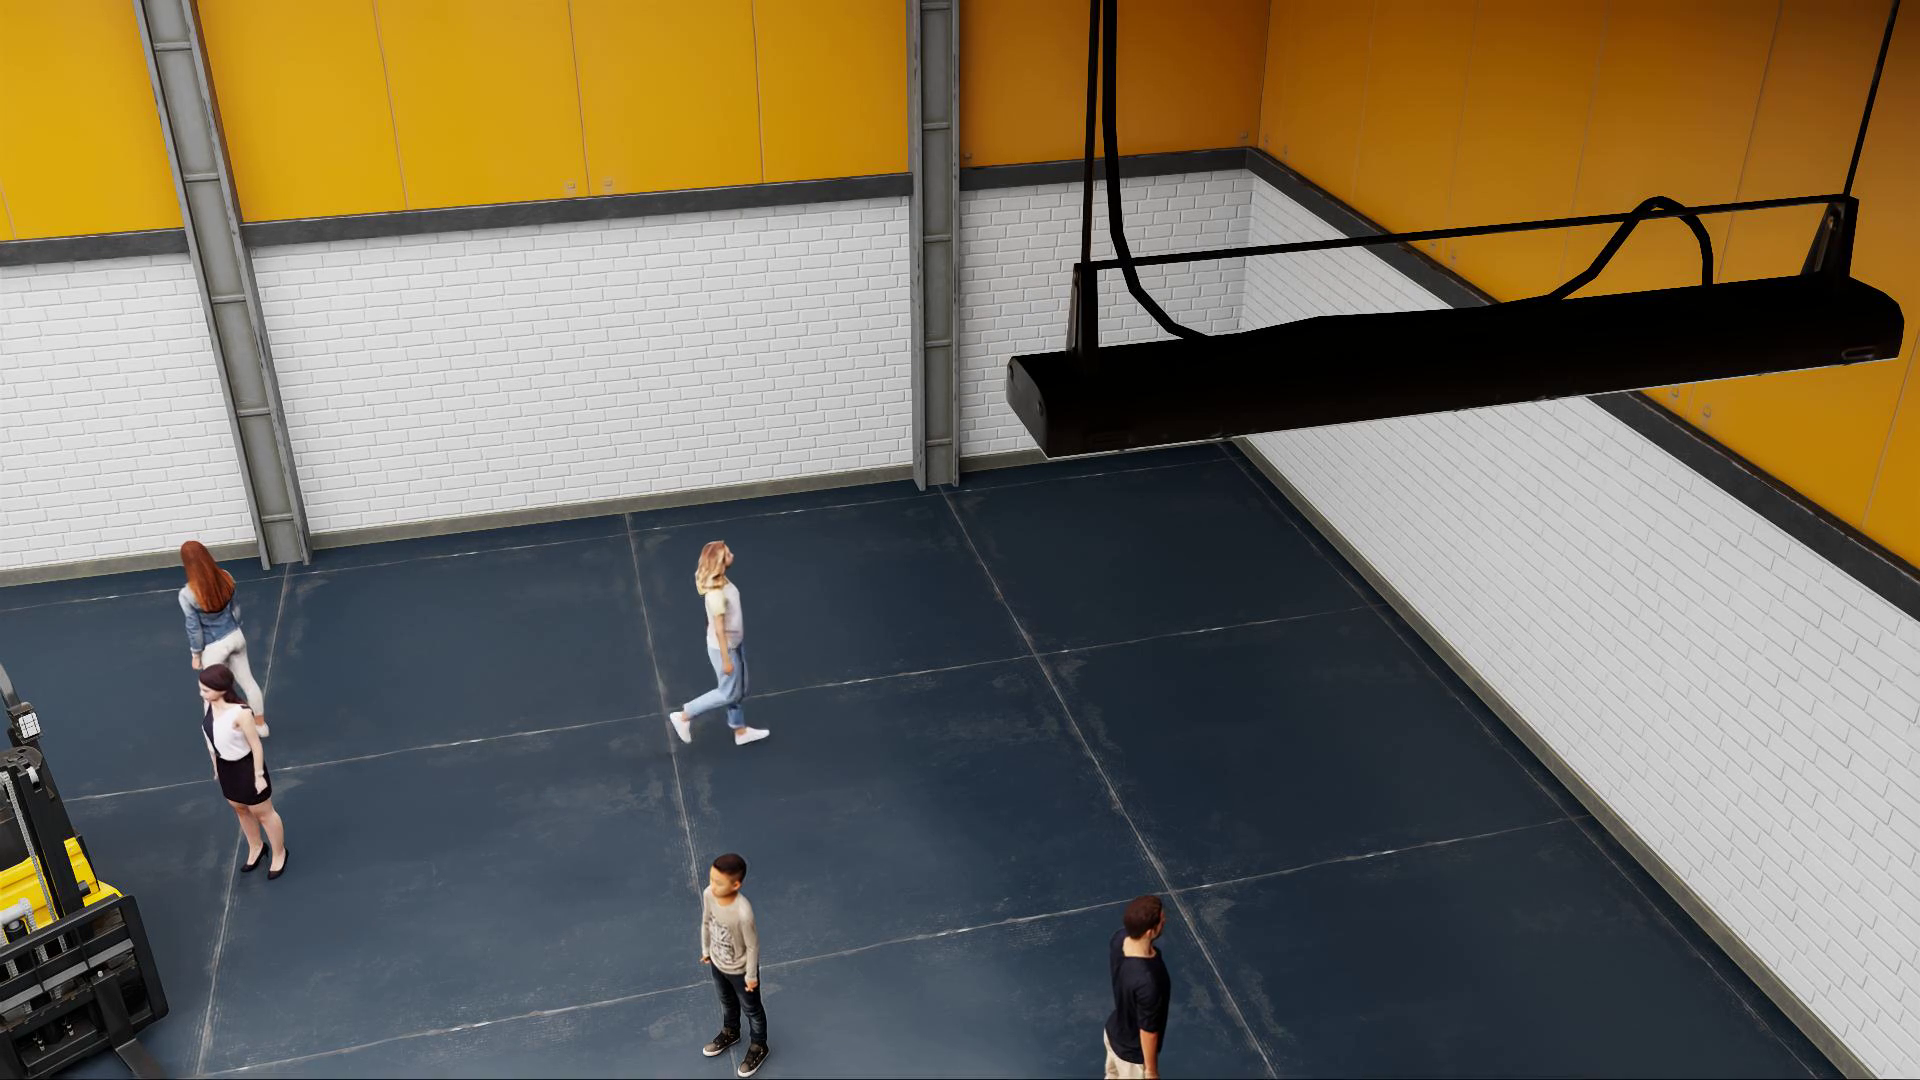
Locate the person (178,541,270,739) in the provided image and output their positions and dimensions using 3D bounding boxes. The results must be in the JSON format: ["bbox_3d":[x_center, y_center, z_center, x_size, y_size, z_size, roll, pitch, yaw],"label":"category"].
[{"bbox_3d":[-5.341,0.768,12.053,0.735,1.698,0.678,15,32,26],"label":"person"}]

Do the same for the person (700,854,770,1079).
[{"bbox_3d":[-1.266,2.364,9.372,0.632,1.463,0.666,20,35,33],"label":"person"}]

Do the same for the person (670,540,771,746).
[{"bbox_3d":[-1.783,0.794,11.995,0.959,1.709,0.685,-5,29,-9],"label":"person"}]

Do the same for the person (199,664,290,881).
[{"bbox_3d":[-4.647,1.497,10.770,0.626,1.648,0.703,12,31,20],"label":"person"}]

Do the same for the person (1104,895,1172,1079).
[{"bbox_3d":[0.879,2.584,8.567,0.539,1.850,0.629,-7,29,-12],"label":"person"}]
